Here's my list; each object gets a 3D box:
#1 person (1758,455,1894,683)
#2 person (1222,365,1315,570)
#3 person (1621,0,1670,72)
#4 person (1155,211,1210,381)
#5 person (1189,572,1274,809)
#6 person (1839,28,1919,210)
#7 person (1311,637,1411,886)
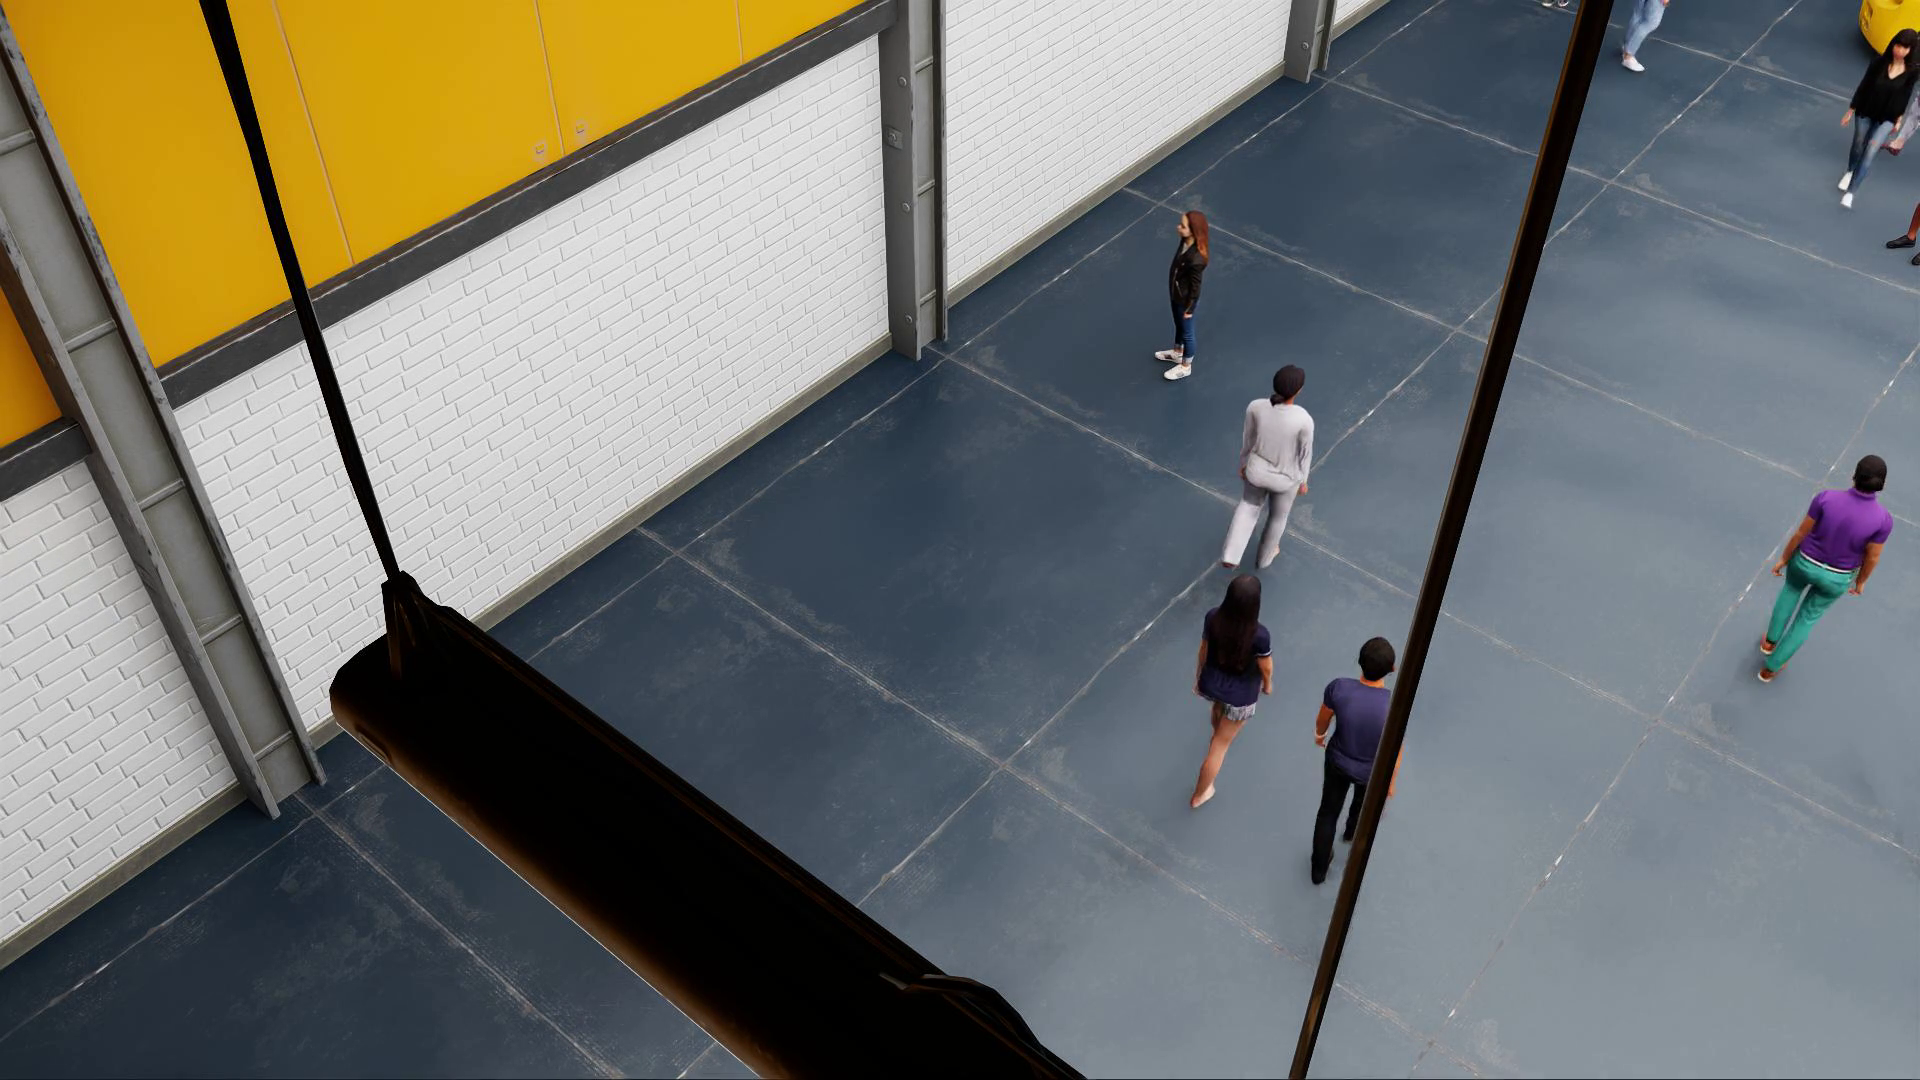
[{"bbox_3d":[5.384,0.247,10.452,0.697,1.743,0.749,27,50,26],"label":"person"},{"bbox_3d":[2.063,-0.405,11.155,0.678,1.718,0.853,25,49,24],"label":"person"},{"bbox_3d":[6.907,-5.568,16.585,0.857,1.703,0.749,-8,44,-9],"label":"person"},{"bbox_3d":[1.759,-1.918,12.913,0.685,1.483,0.640,-7,44,-7],"label":"person"},{"bbox_3d":[1.529,0.935,9.735,0.583,1.737,0.974,29,51,27],"label":"person"},{"bbox_3d":[8.174,-3.809,14.803,0.646,1.615,1.008,26,49,25],"label":"person"},{"bbox_3d":[2.188,1.310,9.320,0.814,1.766,0.950,19,47,19],"label":"person"}]
